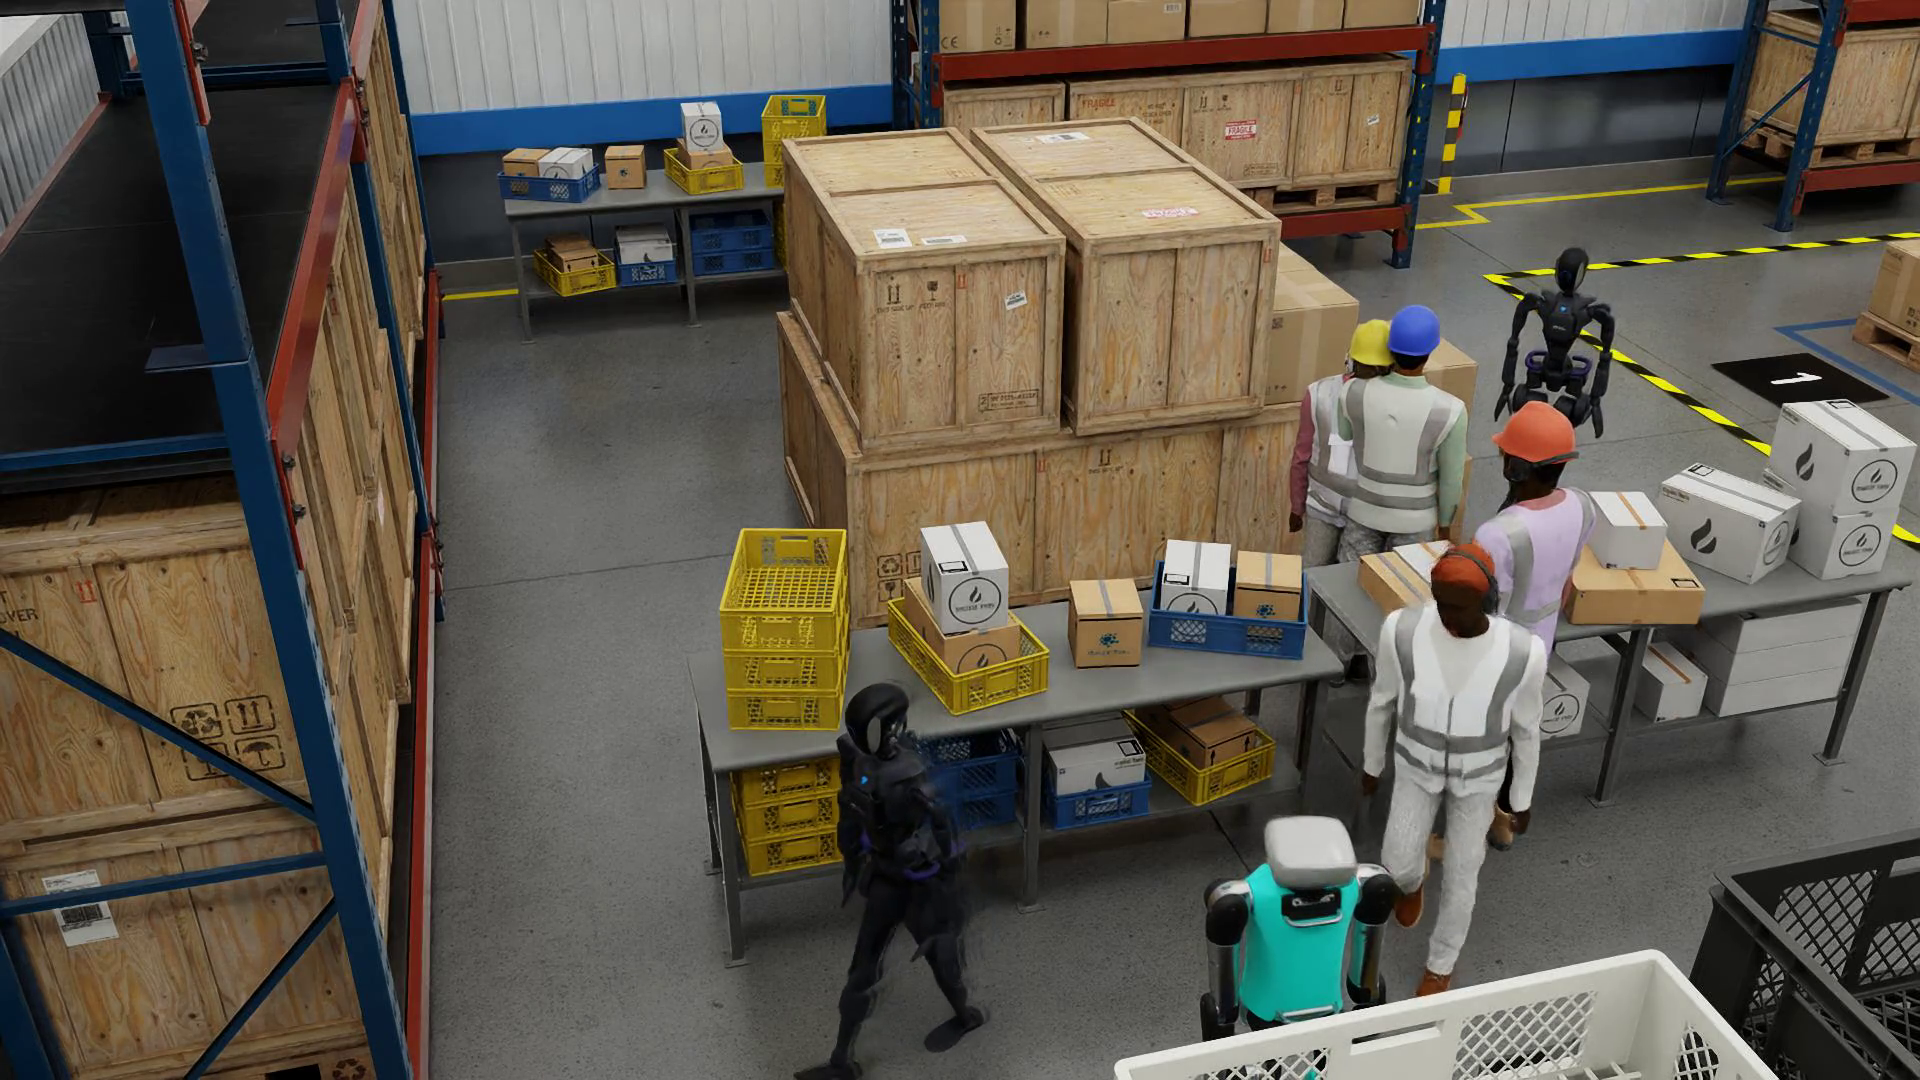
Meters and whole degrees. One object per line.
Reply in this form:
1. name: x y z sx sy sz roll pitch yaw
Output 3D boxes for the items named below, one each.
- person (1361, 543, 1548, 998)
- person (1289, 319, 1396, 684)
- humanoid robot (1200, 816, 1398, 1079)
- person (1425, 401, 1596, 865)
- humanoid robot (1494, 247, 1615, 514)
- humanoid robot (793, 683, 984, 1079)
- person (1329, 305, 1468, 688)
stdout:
1. person: 1.752 0.818 5.975 0.605 1.870 0.546 10 31 18
2. person: 1.827 -0.163 7.786 0.586 1.837 0.404 4 29 7
3. humanoid robot: 0.970 1.603 4.578 0.534 1.696 0.724 -5 29 -9
4. person: 2.123 0.408 6.539 0.613 2.042 0.370 -20 35 -32
5. humanoid robot: 3.258 -0.808 9.121 0.589 1.653 0.359 14 32 23
6. humanoid robot: -0.204 1.181 5.555 0.781 1.622 0.600 -24 37 -37
7. person: 1.981 -0.146 7.639 0.604 1.950 0.381 15 32 25
